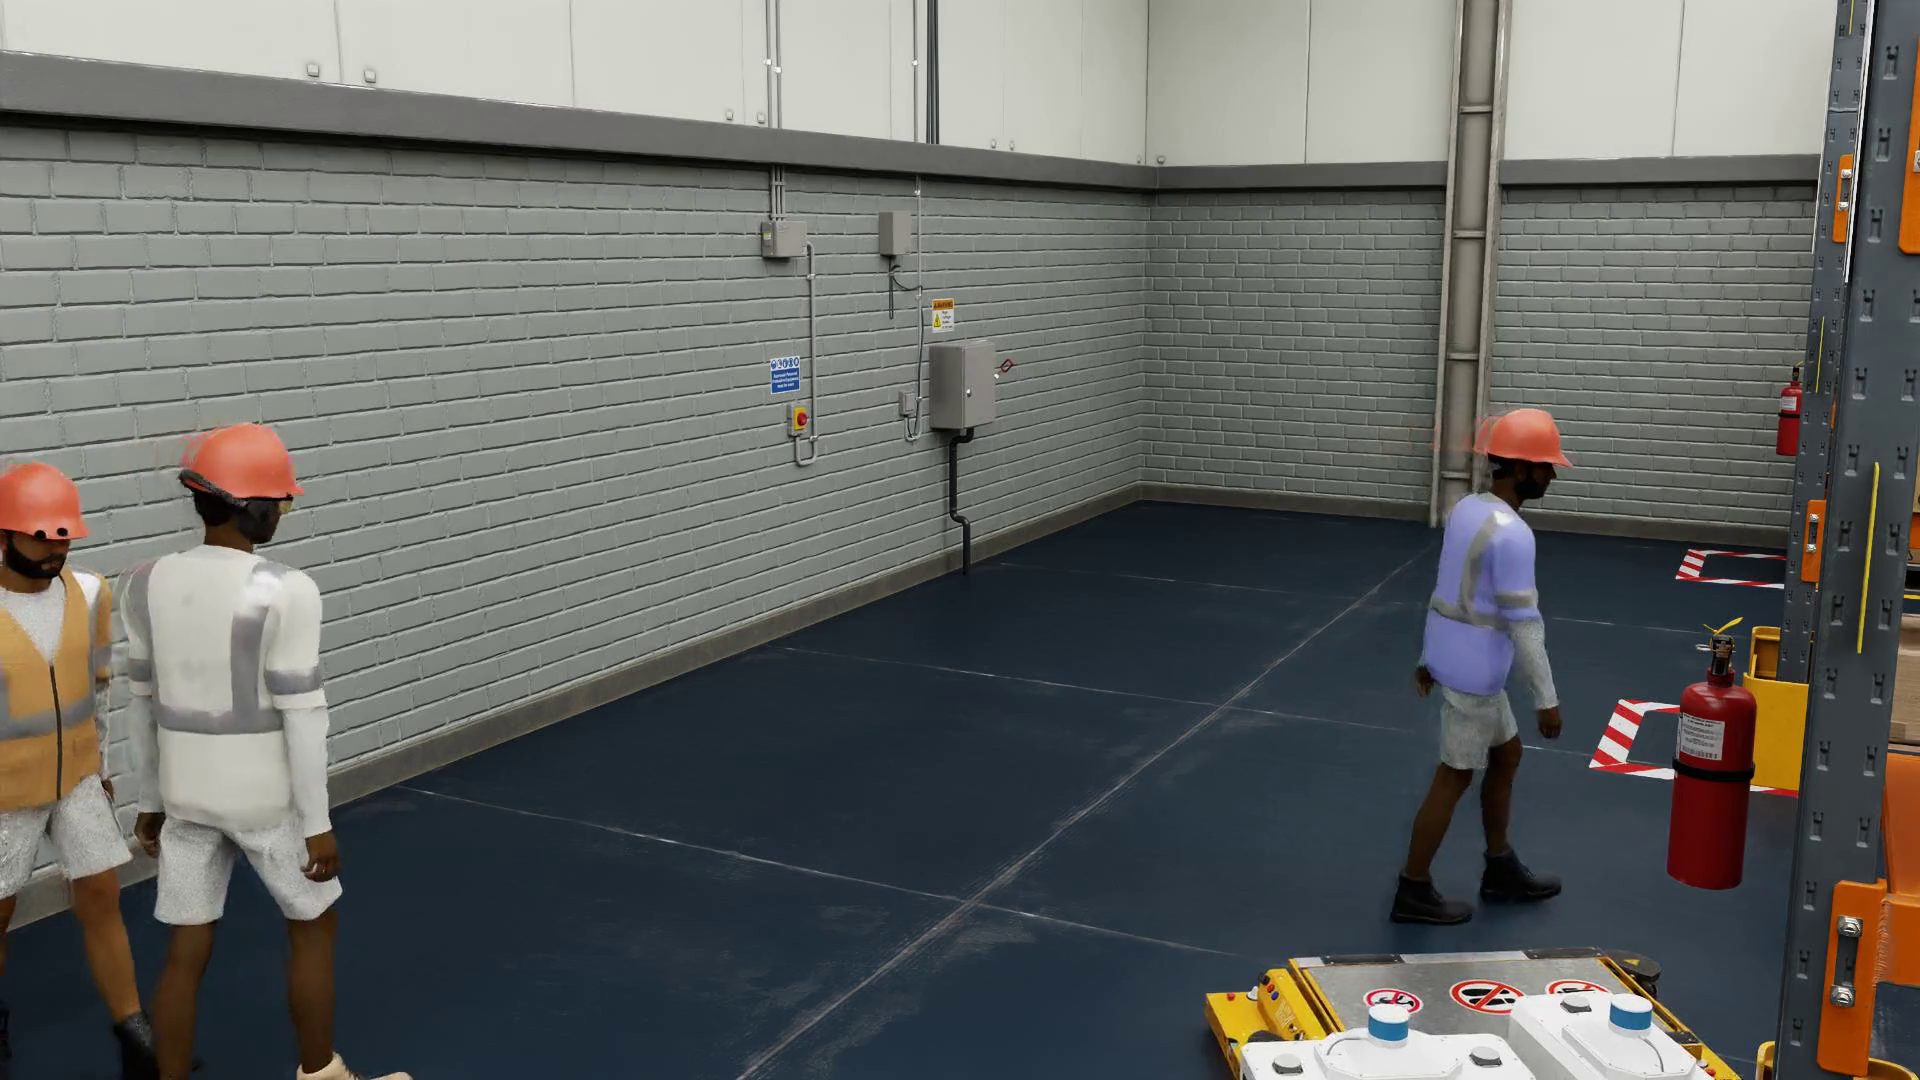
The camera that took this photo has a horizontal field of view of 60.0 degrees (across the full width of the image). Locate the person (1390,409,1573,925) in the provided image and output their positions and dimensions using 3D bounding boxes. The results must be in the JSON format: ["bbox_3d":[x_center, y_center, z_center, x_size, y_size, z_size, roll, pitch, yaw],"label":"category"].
[{"bbox_3d":[1.963,0.475,6.035,0.824,1.899,0.612,0,10,-1],"label":"person"}]

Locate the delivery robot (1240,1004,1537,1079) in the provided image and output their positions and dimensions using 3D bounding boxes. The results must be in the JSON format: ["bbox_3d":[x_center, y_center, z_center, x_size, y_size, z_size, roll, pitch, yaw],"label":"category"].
[{"bbox_3d":[1.083,1.430,4.246,0.707,0.478,0.477,-1,10,-4],"label":"delivery robot"}]

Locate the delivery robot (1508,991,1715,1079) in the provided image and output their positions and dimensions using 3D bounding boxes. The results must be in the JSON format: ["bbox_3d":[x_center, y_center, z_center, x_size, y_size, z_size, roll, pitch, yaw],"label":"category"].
[{"bbox_3d":[1.721,1.420,4.301,0.477,0.478,0.707,-2,10,-9],"label":"delivery robot"}]

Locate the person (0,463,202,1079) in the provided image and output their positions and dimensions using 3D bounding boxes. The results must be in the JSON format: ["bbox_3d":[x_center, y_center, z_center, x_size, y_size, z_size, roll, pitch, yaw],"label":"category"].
[{"bbox_3d":[-2.659,0.714,4.817,0.821,1.886,0.575,6,12,30],"label":"person"}]

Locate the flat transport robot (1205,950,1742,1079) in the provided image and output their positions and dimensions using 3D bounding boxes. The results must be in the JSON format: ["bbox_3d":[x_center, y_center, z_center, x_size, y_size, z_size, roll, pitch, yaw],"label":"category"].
[{"bbox_3d":[1.518,1.476,5.026,1.431,0.197,0.652,-1,10,-4],"label":"flat transport robot"}]

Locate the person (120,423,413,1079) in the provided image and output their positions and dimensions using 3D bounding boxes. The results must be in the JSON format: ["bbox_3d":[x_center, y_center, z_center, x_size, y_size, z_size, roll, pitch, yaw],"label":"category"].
[{"bbox_3d":[-1.977,0.700,4.547,0.661,2.017,0.562,3,11,17],"label":"person"}]
